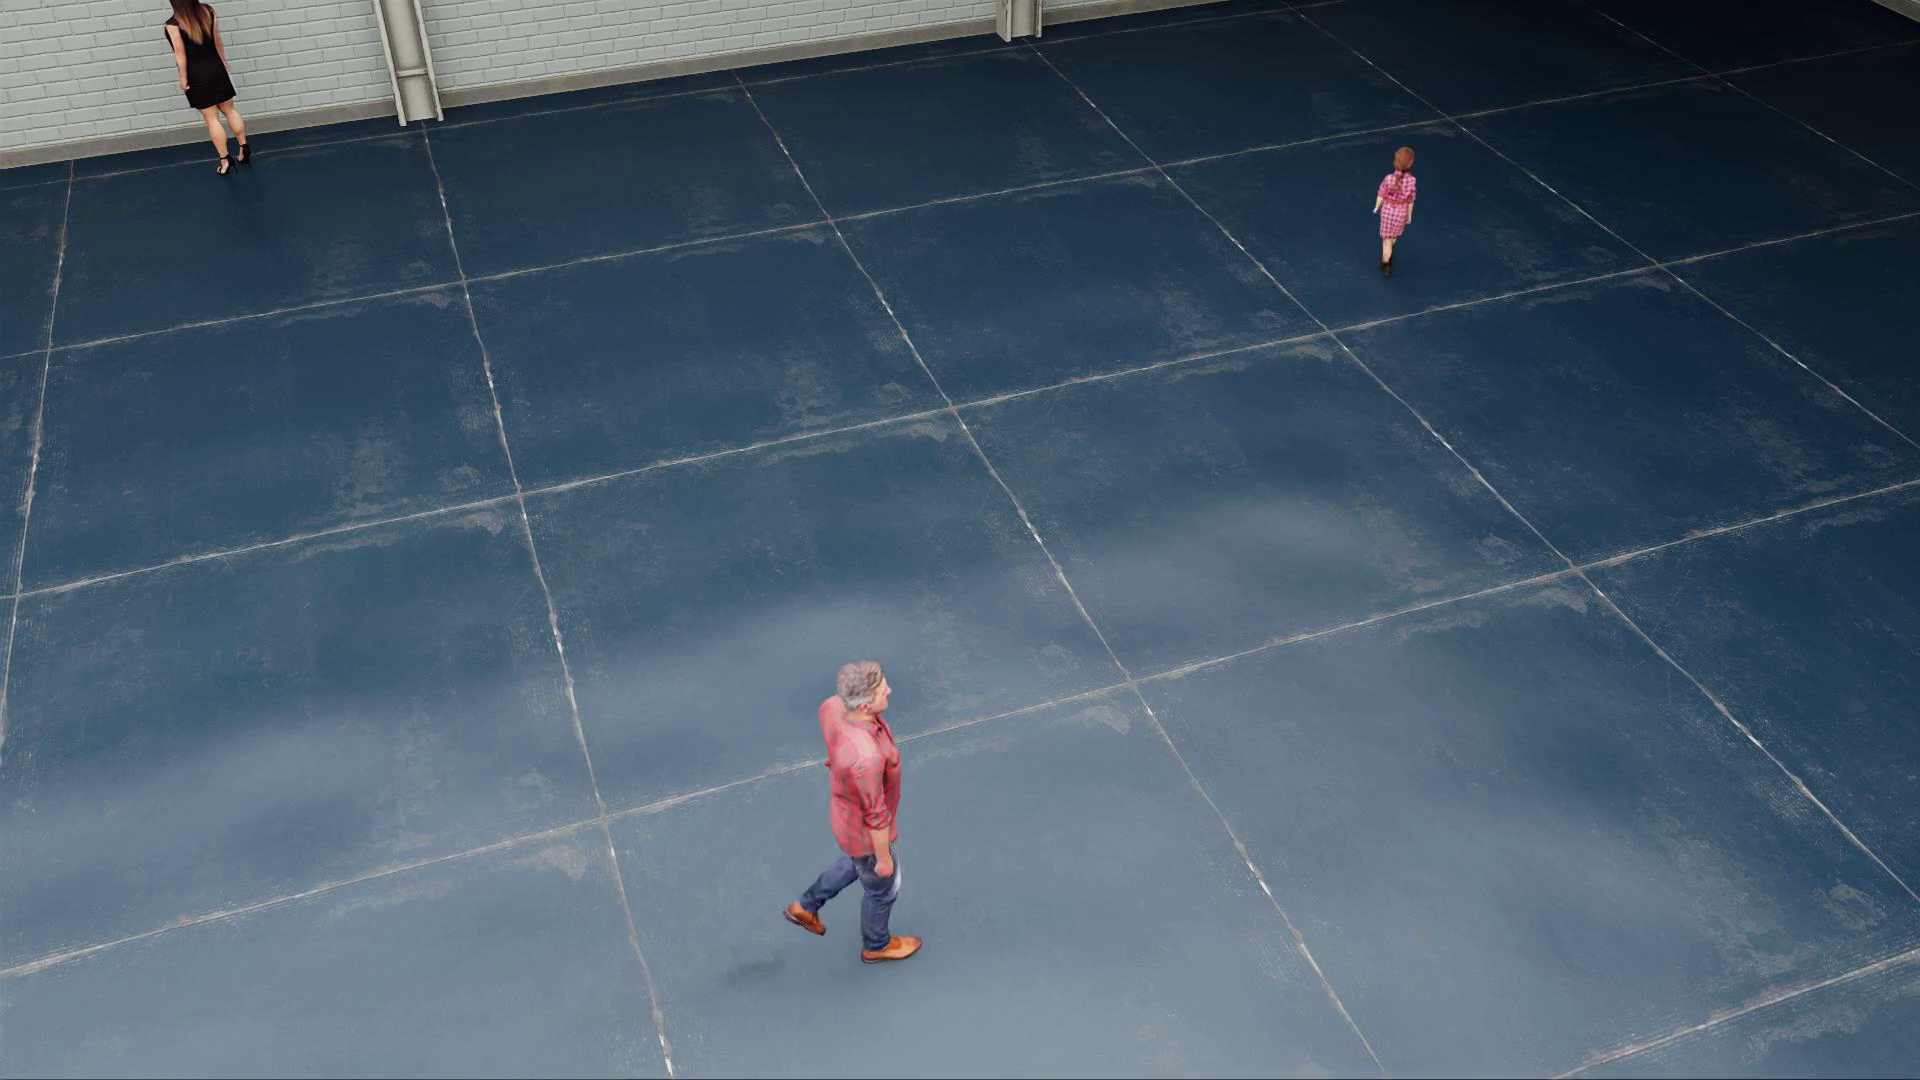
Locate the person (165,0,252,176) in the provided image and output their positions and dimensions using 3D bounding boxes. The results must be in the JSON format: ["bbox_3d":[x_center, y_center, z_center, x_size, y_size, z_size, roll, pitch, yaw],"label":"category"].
[{"bbox_3d":[-6.395,-3.941,14.106,0.820,1.716,0.754,17,41,21],"label":"person"}]

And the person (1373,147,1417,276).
[{"bbox_3d":[3.364,-2.527,12.874,0.657,1.007,0.638,1,38,2],"label":"person"}]

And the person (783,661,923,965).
[{"bbox_3d":[-0.503,1.264,7.370,0.861,1.819,0.716,-10,39,-13],"label":"person"}]
